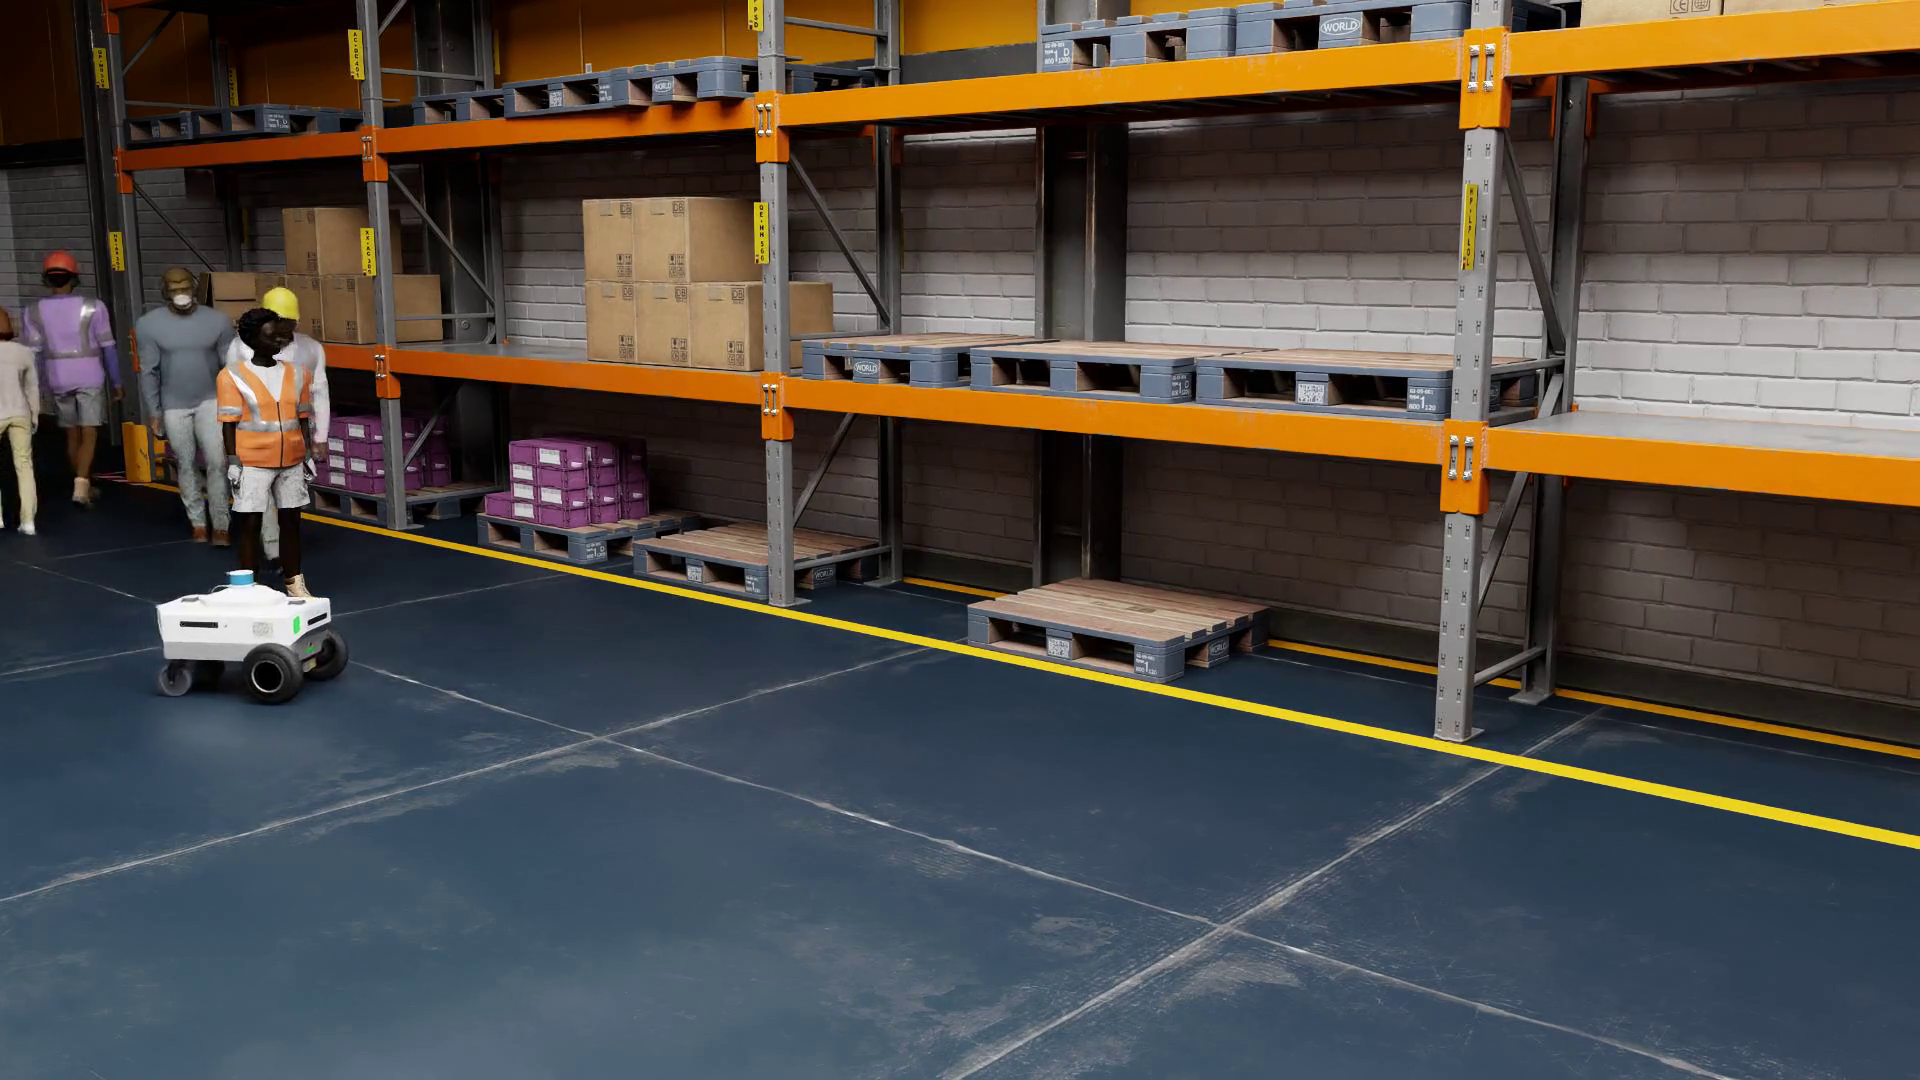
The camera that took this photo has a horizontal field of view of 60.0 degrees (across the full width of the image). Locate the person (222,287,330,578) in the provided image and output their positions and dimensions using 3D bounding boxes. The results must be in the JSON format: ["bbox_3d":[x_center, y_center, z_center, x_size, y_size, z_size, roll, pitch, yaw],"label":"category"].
[{"bbox_3d":[-4.192,-0.657,10.286,0.631,1.771,0.873,-7,12,-36],"label":"person"}]

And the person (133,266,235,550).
[{"bbox_3d":[-5.157,-0.876,11.176,0.635,1.891,0.876,-5,11,-27],"label":"person"}]

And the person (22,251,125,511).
[{"bbox_3d":[-6.879,-1.231,12.904,0.621,2.009,0.989,-1,10,-8],"label":"person"}]

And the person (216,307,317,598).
[{"bbox_3d":[-3.821,-0.431,9.209,0.318,1.700,0.535,8,13,40],"label":"person"}]

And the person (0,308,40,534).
[{"bbox_3d":[-6.812,-0.847,11.820,0.616,1.609,0.523,8,13,39],"label":"person"}]

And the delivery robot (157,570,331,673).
[{"bbox_3d":[-3.257,0.381,7.574,0.707,0.478,0.477,1,10,7],"label":"delivery robot"}]
